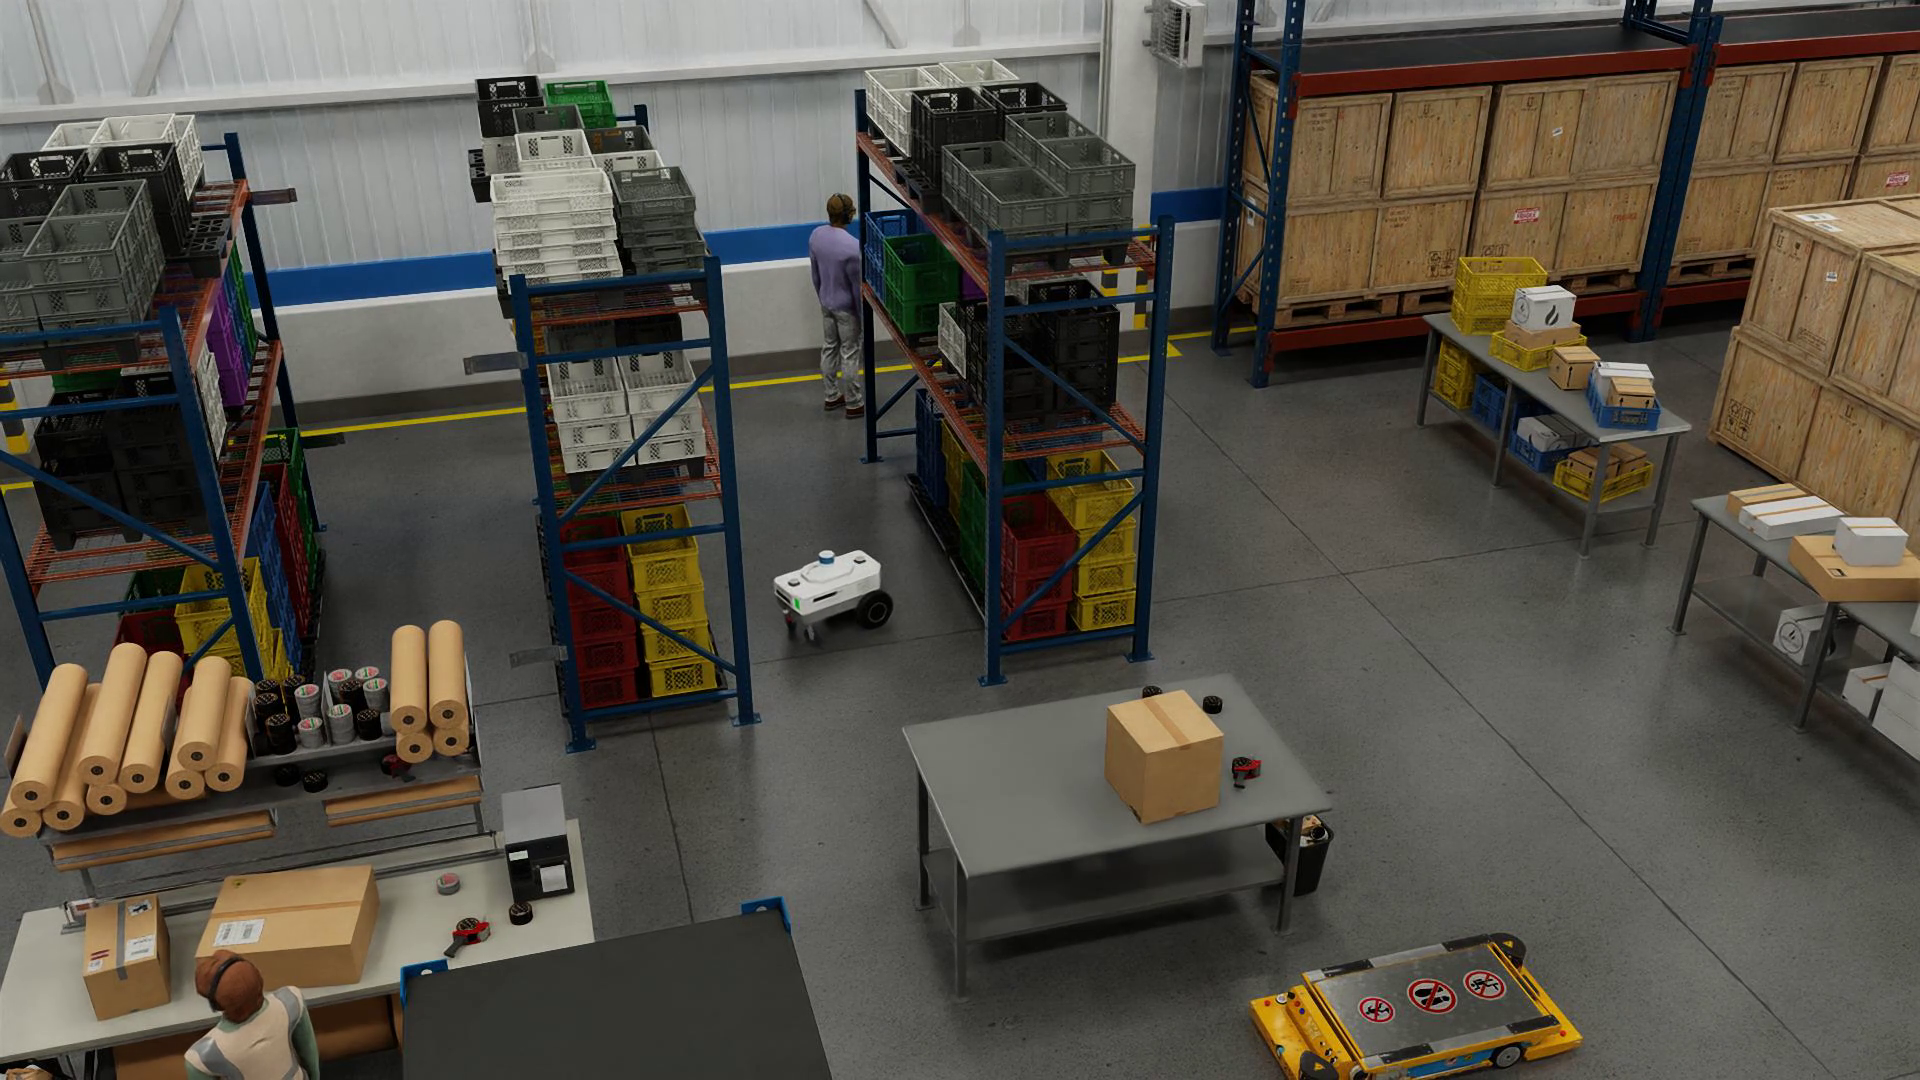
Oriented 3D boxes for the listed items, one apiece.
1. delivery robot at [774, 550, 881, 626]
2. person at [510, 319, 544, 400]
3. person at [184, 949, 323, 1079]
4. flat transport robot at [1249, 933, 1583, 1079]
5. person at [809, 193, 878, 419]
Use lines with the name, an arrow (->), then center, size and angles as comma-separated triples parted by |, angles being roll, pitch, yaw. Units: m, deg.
delivery robot -> -0.890, 0.302, 11.197 | 0.707, 0.478, 0.477 | -19, 34, -31
person -> -3.441, -1.631, 13.439 | 0.354, 1.883, 0.572 | -6, 29, -10
person -> -2.728, 2.277, 6.572 | 0.307, 1.645, 0.518 | 18, 34, 30
flat transport robot -> 2.184, 2.282, 7.980 | 1.431, 0.197, 0.652 | -8, 30, -14
person -> -0.986, -1.969, 13.997 | 0.632, 1.940, 0.372 | 25, 38, 38
